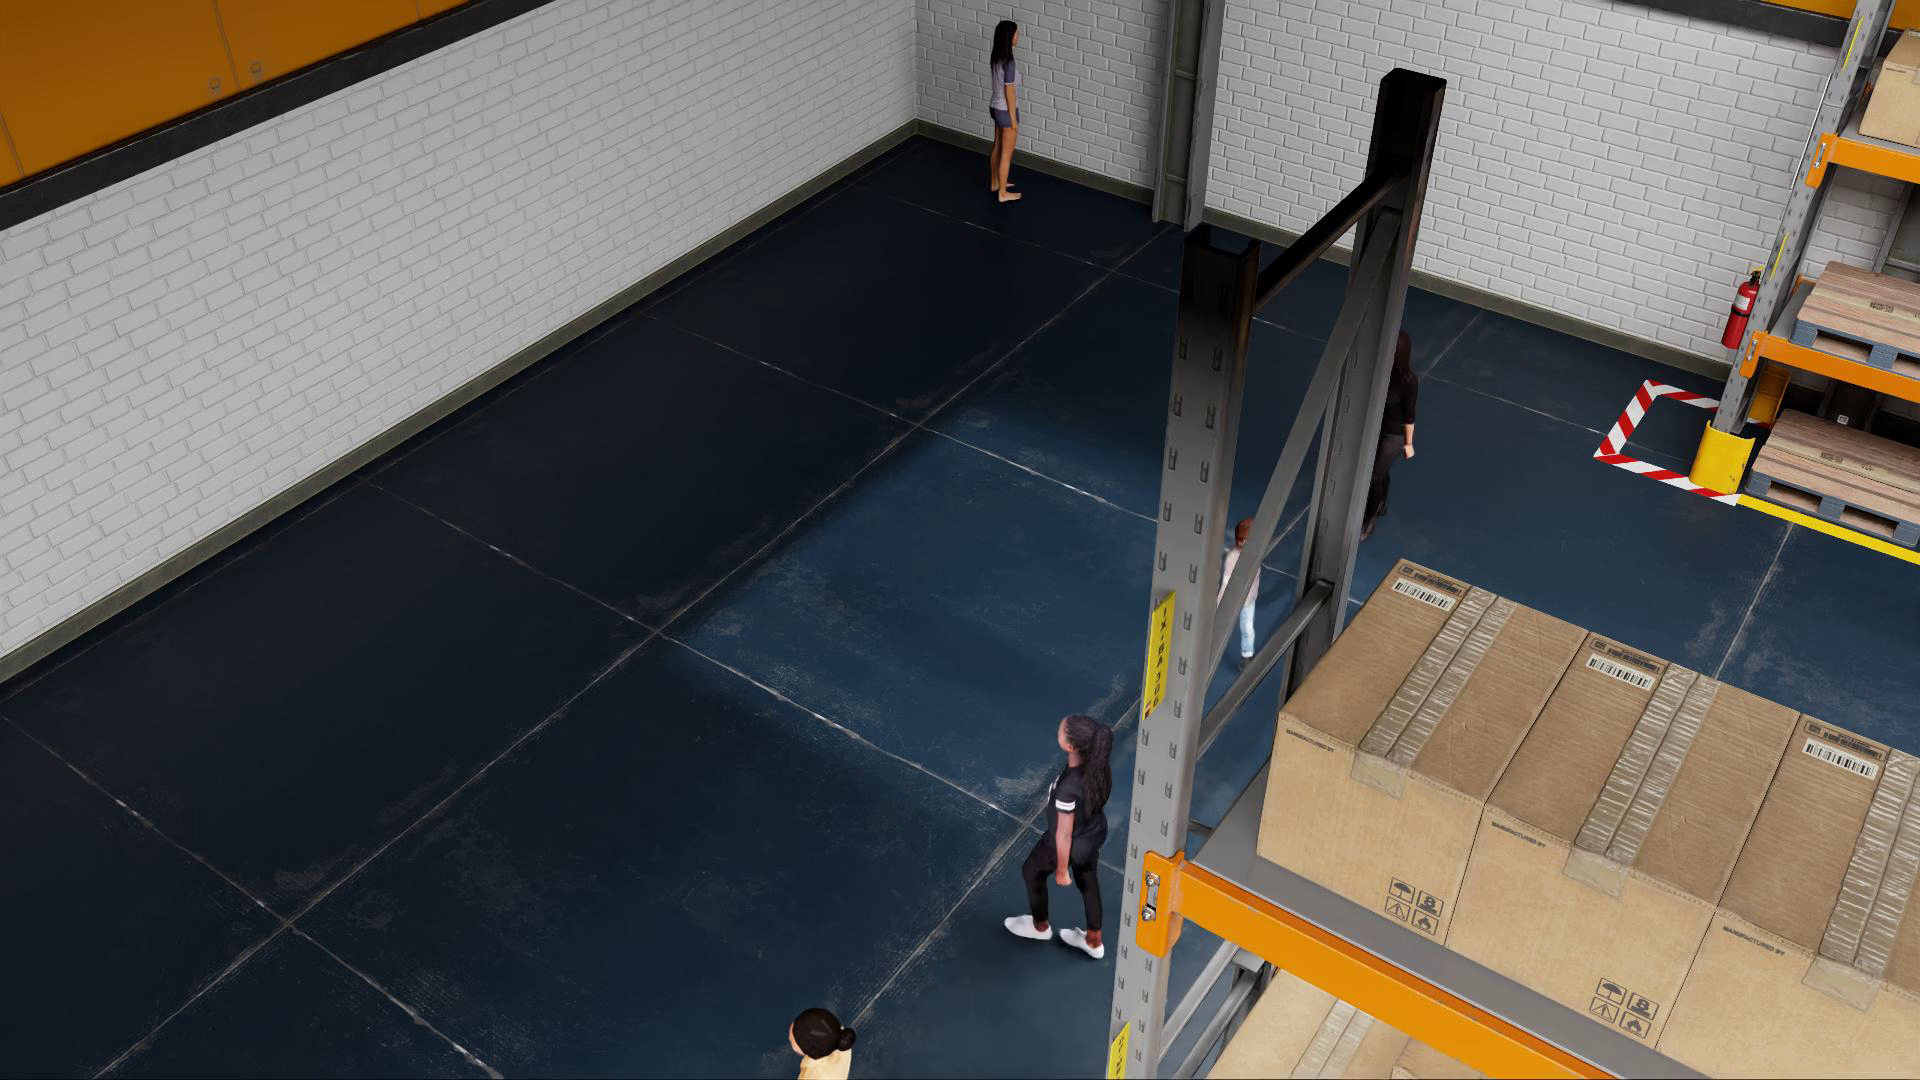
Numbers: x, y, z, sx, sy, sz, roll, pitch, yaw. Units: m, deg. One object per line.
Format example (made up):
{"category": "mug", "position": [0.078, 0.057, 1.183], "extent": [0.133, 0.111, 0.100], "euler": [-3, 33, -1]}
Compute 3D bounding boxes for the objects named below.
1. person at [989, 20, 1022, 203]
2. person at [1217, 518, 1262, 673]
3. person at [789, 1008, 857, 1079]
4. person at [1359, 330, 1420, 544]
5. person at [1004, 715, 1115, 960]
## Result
{"category": "person", "position": [0.419, -4.063, 15.733], "extent": [0.716, 1.733, 0.624], "euler": [-12, 40, -15]}
{"category": "person", "position": [1.748, 0.326, 10.680], "extent": [0.726, 1.180, 0.893], "euler": [-16, 41, -19]}
{"category": "person", "position": [-0.555, 2.624, 7.428], "extent": [0.662, 1.649, 0.634], "euler": [9, 39, 11]}
{"category": "person", "position": [3.060, -0.788, 11.721], "extent": [0.789, 1.621, 0.733], "euler": [-25, 45, -28]}
{"category": "person", "position": [0.670, 1.598, 8.661], "extent": [0.795, 1.712, 0.647], "euler": [21, 43, 24]}
